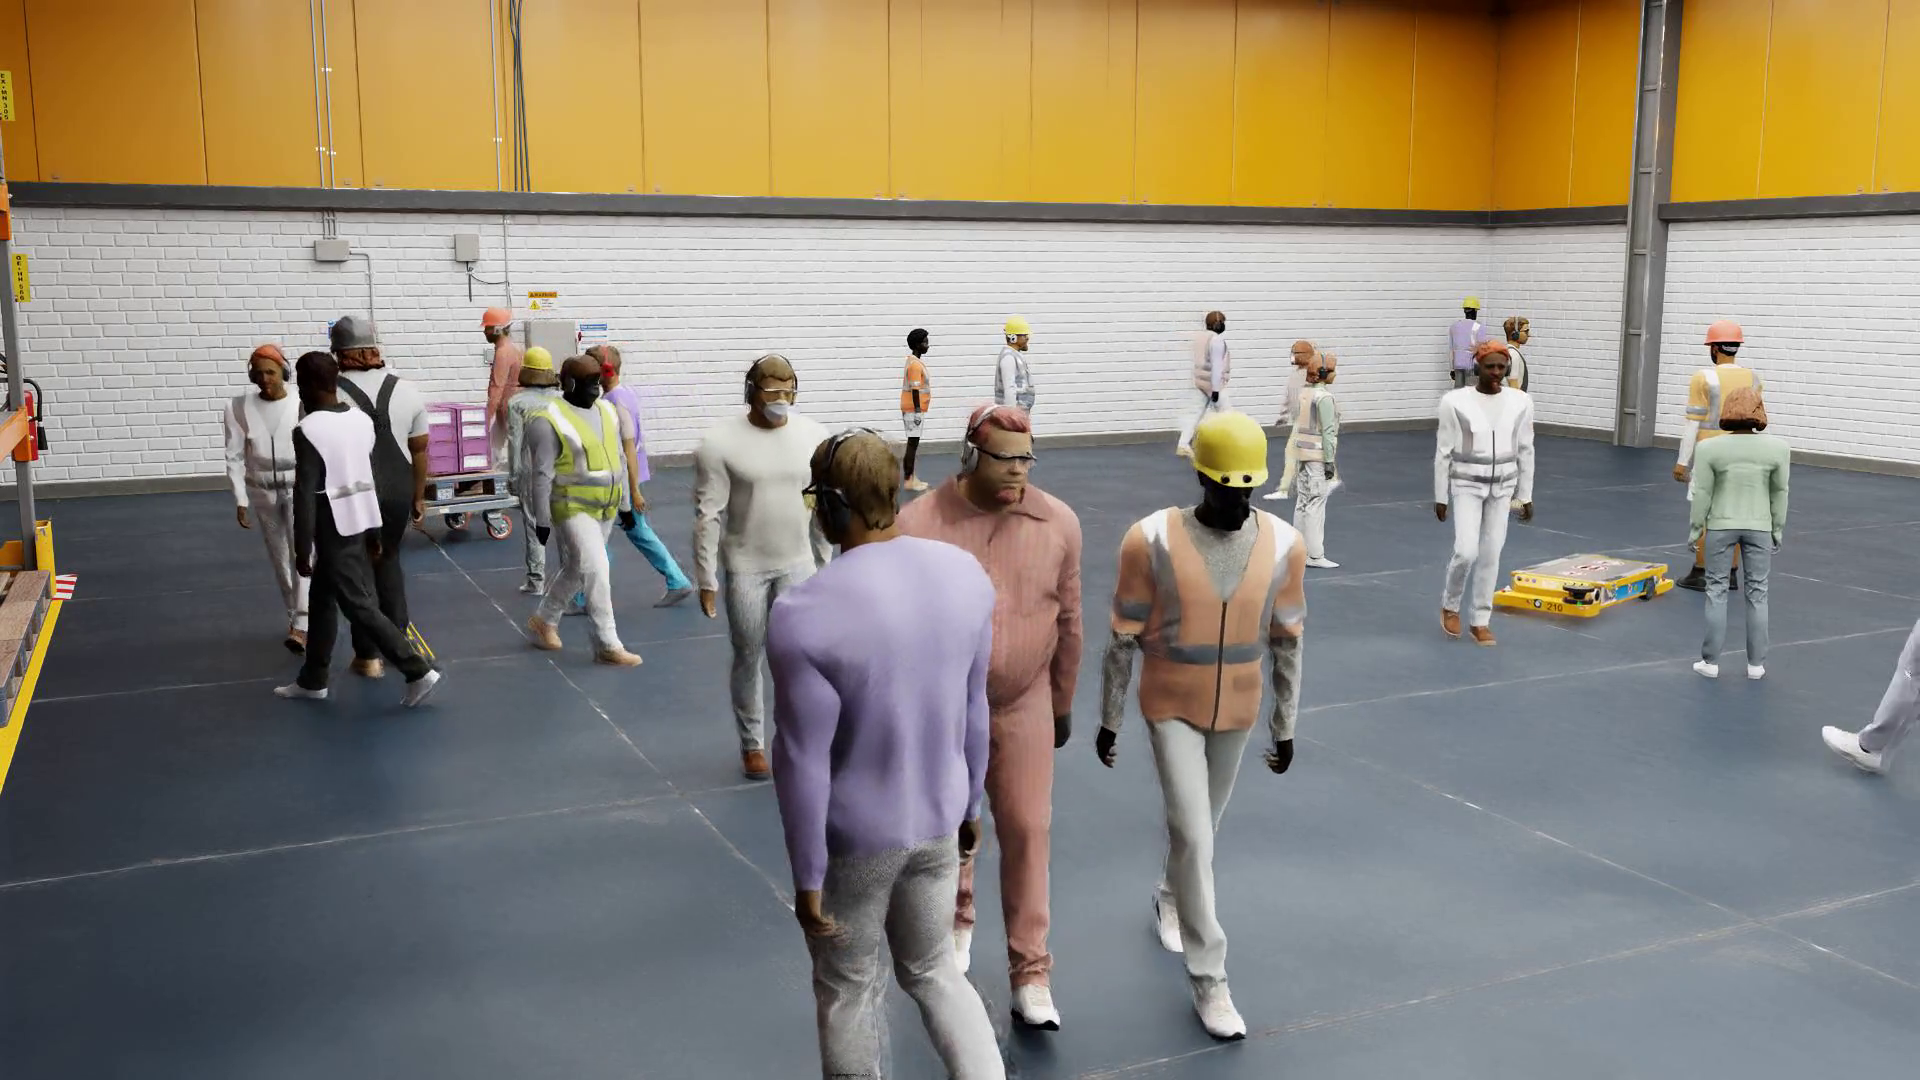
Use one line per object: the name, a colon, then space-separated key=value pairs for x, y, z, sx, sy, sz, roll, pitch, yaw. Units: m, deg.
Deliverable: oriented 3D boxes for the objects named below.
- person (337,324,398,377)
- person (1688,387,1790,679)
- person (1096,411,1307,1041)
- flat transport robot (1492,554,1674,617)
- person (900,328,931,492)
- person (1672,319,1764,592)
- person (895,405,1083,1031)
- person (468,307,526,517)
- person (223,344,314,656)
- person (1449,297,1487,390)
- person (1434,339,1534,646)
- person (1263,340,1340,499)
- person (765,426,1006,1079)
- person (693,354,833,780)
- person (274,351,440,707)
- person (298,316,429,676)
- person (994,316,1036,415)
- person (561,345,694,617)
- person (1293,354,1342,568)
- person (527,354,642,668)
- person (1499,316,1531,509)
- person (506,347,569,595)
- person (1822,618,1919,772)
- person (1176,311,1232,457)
person: x=-4.297 y=-0.632 z=12.168 sx=0.588 sy=1.888 sz=0.648 roll=5 pitch=10 yaw=27
person: x=4.330 y=-0.037 z=9.272 sx=0.498 sy=1.633 sz=0.282 roll=2 pitch=9 yaw=15
person: x=0.751 y=0.504 z=5.230 sx=0.619 sy=1.871 sz=0.978 roll=-2 pitch=9 yaw=-12
flat transport robot: x=4.302 y=0.294 z=11.434 sx=0.652 sy=0.197 sz=1.431 roll=9 pitch=13 yaw=44
person: x=-0.458 y=-1.344 z=17.211 sx=0.322 sy=1.689 sz=0.530 roll=0 pitch=9 yaw=-3
person: x=5.375 y=-0.597 z=11.832 sx=0.560 sy=1.930 sz=0.386 roll=-2 pitch=9 yaw=-12
person: x=0.068 y=0.525 z=5.078 sx=0.672 sy=1.857 sz=0.956 roll=-1 pitch=9 yaw=-4
person: x=-4.259 y=-1.155 z=15.290 sx=1.049 sy=1.930 sz=0.613 roll=-2 pitch=9 yaw=-15
person: x=-4.028 y=-0.233 z=9.856 sx=0.574 sy=1.828 sz=1.005 roll=-2 pitch=9 yaw=-11
person: x=7.114 y=-2.439 z=23.301 sx=0.392 sy=1.921 sz=0.585 roll=-7 pitch=11 yaw=-36
person: x=3.172 y=-0.277 z=10.061 sx=0.574 sy=1.871 sz=0.405 roll=-1 pitch=9 yaw=-4
person: x=3.463 y=-1.204 z=16.628 sx=0.832 sy=1.598 sz=0.511 roll=-2 pitch=9 yaw=-11
person: x=-0.139 y=0.693 z=3.869 sx=0.635 sy=1.922 sz=0.716 roll=-7 pitch=11 yaw=-36
person: x=-0.814 y=0.158 z=7.214 sx=0.657 sy=1.903 sz=0.843 roll=-3 pitch=10 yaw=-21
person: x=-3.171 y=-0.047 z=8.635 sx=0.974 sy=1.872 sz=0.598 roll=2 pitch=9 yaw=10
person: x=-3.406 y=-0.263 z=9.414 sx=0.689 sy=2.000 sz=0.602 roll=-8 pitch=12 yaw=-42
person: x=0.541 y=-1.279 z=16.367 sx=0.404 sy=1.829 sz=0.600 roll=1 pitch=9 yaw=5
person: x=-2.233 y=-0.400 z=11.024 sx=0.936 sy=1.798 sz=0.555 roll=-2 pitch=9 yaw=-12
person: x=2.742 y=-0.606 z=12.789 sx=0.310 sy=1.638 sz=0.522 roll=-2 pitch=9 yaw=-11
person: x=-2.244 y=-0.187 z=9.708 sx=0.924 sy=1.806 sz=0.614 roll=5 pitch=10 yaw=28
person: x=5.292 y=-1.221 z=15.964 sx=0.346 sy=1.846 sz=0.507 roll=1 pitch=9 yaw=5
person: x=-2.953 y=-0.484 z=11.712 sx=0.508 sy=1.742 sz=0.305 roll=-7 pitch=11 yaw=-35
person: x=4.276 y=0.202 z=7.221 sx=0.516 sy=1.816 sz=0.963 roll=-3 pitch=10 yaw=-20
person: x=3.070 y=-1.889 z=20.288 sx=0.945 sy=1.797 sz=0.639 roll=-3 pitch=10 yaw=-18
